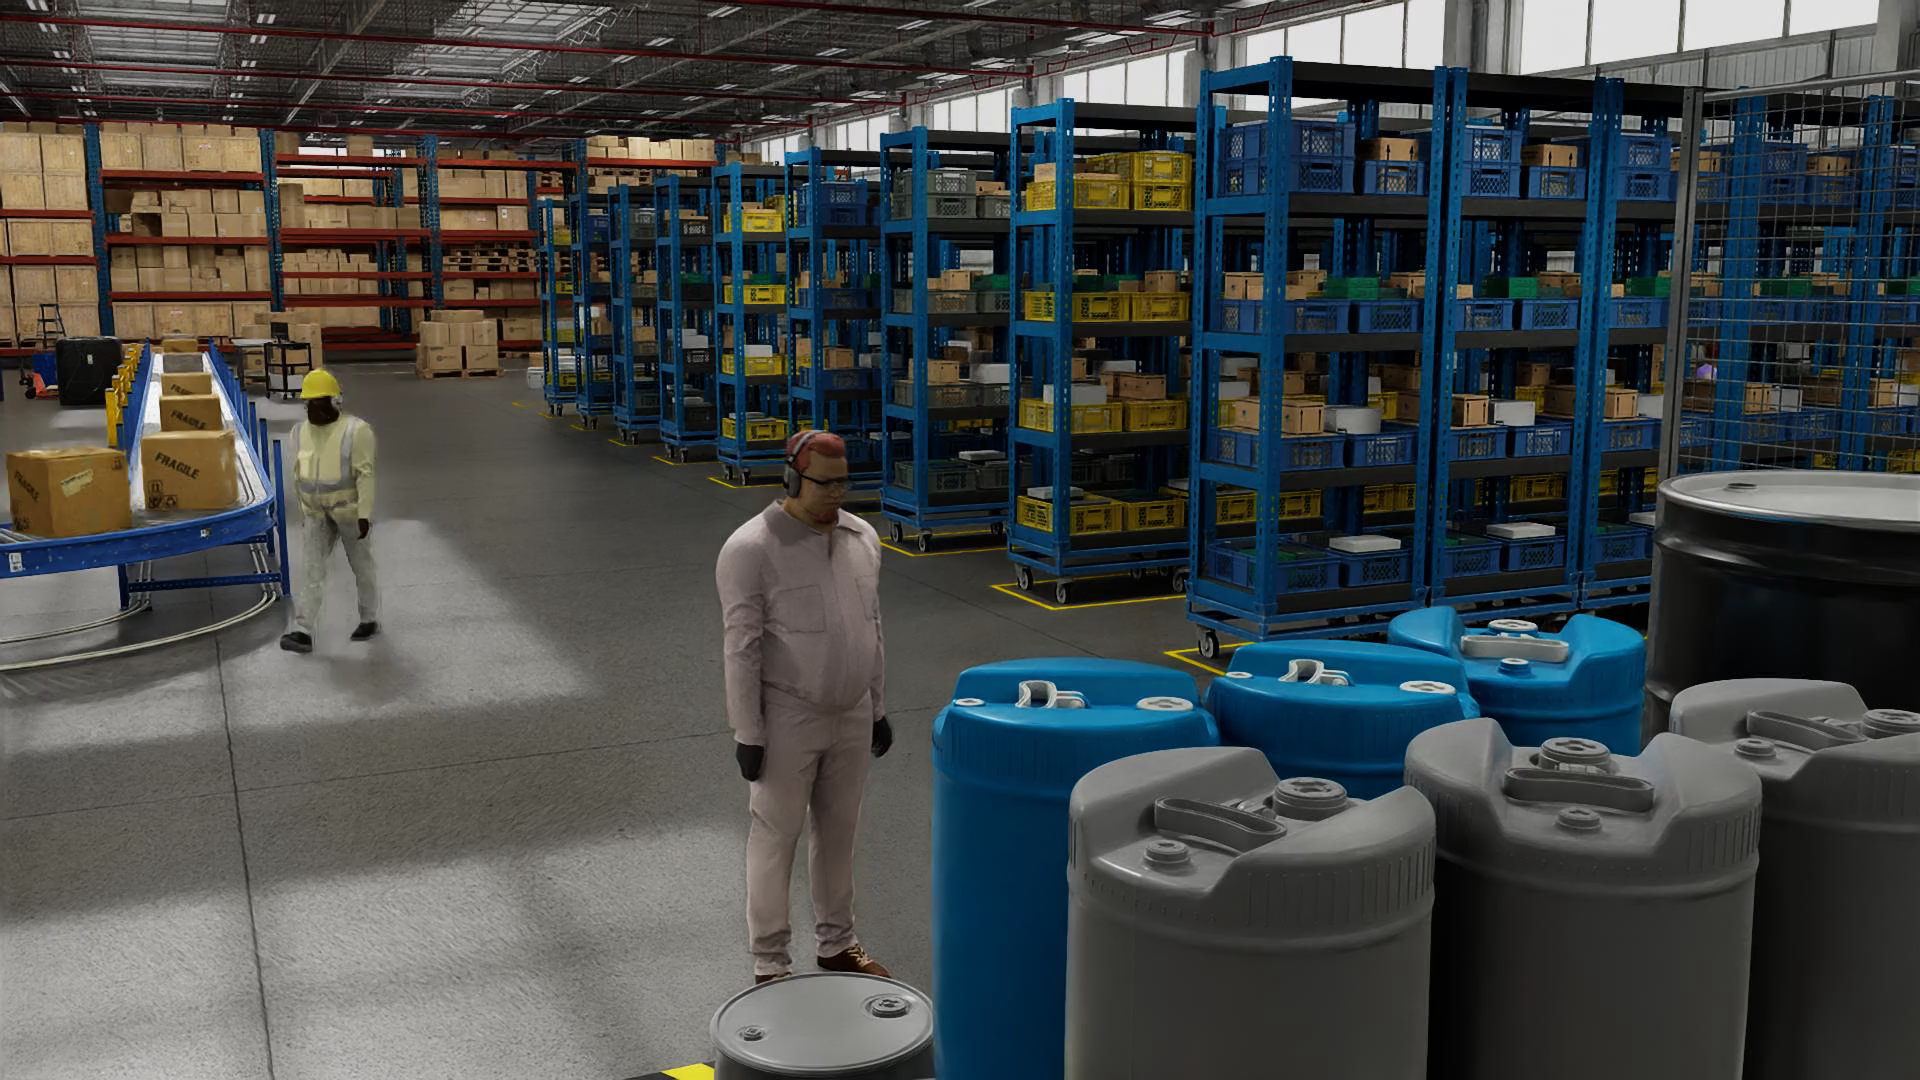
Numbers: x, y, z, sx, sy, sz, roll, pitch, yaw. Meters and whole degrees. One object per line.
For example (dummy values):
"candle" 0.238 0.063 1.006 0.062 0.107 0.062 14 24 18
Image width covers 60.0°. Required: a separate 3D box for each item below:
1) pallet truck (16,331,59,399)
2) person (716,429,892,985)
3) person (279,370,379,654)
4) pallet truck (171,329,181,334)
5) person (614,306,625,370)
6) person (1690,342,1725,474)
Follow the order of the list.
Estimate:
"pallet truck" -17.082 -3.353 31.781 1.630 1.274 0.653 -4 10 -25
"person" -0.475 0.585 5.485 0.640 1.905 0.410 -9 13 -43
"person" -4.008 -0.182 10.585 0.609 1.780 0.911 1 9 8
"pallet truck" -17.275 -3.851 35.096 1.601 1.201 0.680 0 9 1
"person" -8.356 -5.146 40.838 0.612 1.972 0.469 7 11 36
"person" 6.806 -0.952 15.180 0.390 1.850 0.565 3 10 20
